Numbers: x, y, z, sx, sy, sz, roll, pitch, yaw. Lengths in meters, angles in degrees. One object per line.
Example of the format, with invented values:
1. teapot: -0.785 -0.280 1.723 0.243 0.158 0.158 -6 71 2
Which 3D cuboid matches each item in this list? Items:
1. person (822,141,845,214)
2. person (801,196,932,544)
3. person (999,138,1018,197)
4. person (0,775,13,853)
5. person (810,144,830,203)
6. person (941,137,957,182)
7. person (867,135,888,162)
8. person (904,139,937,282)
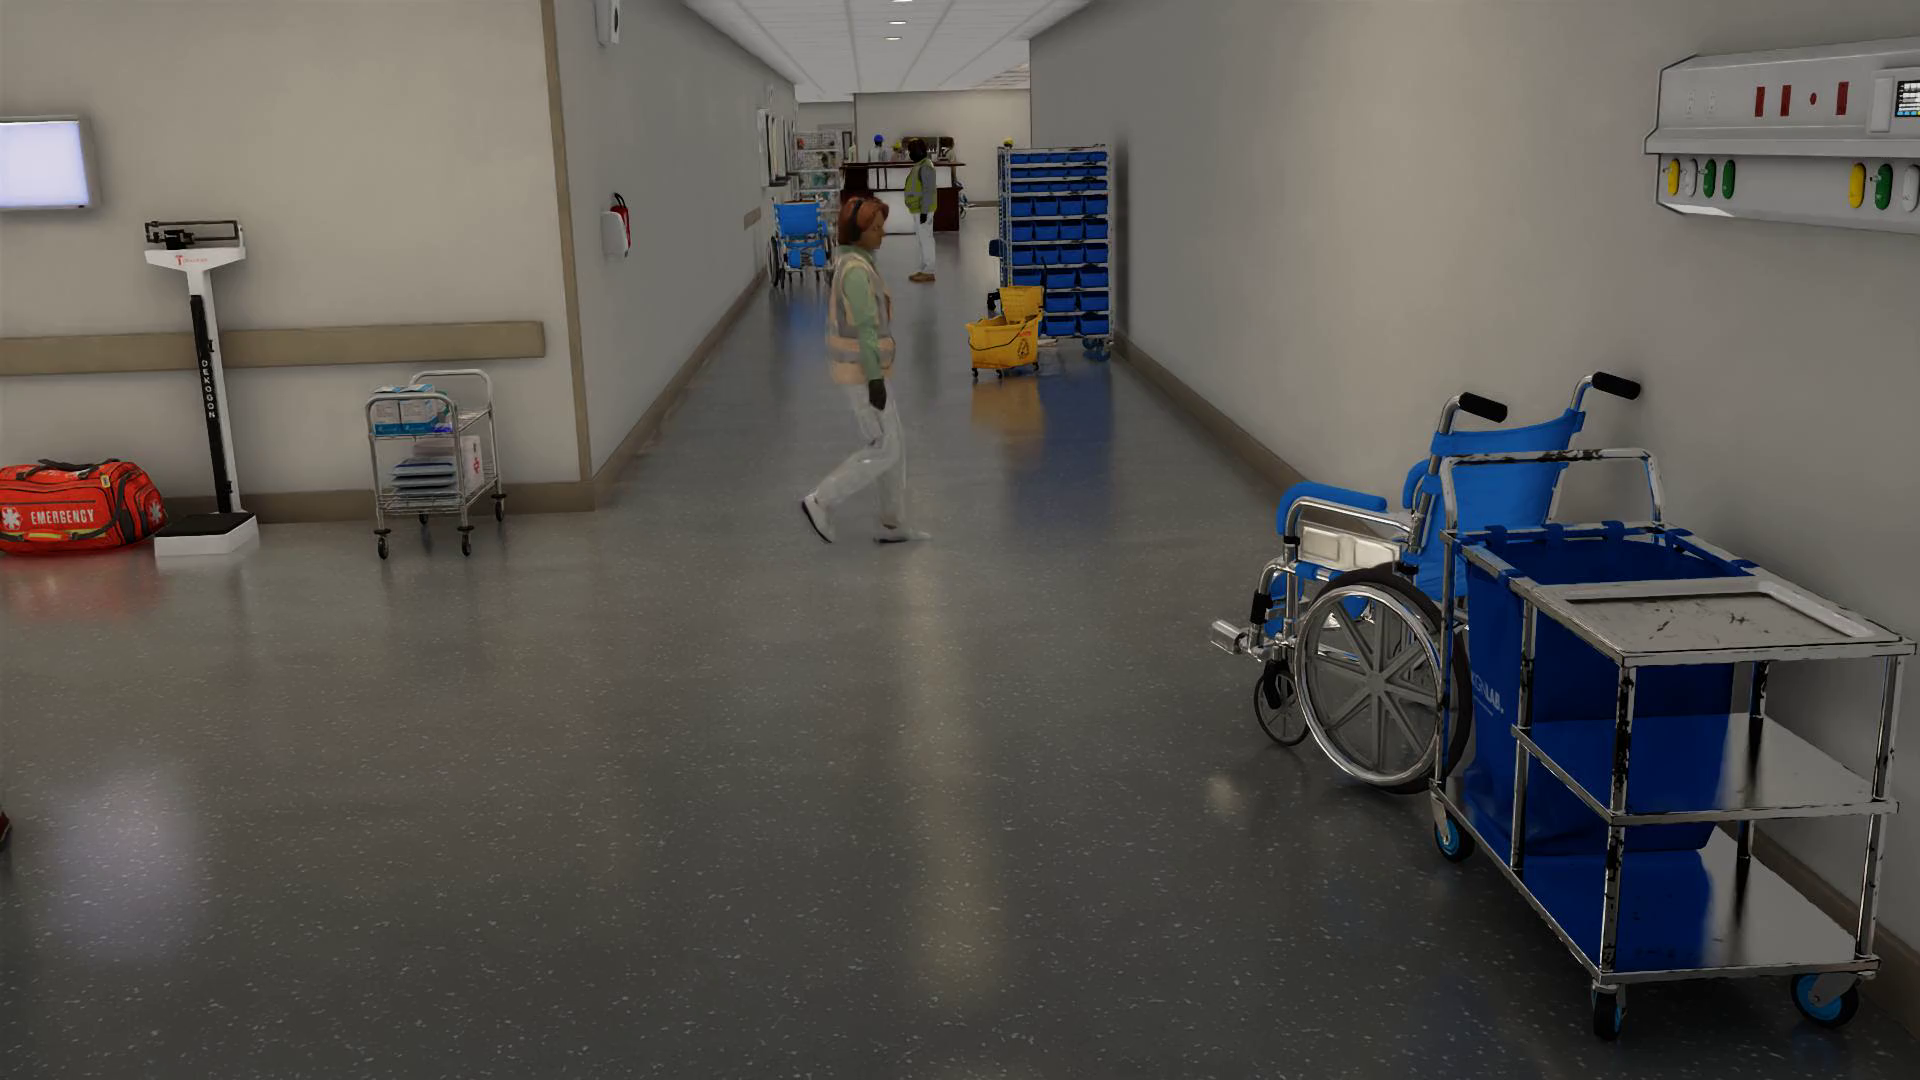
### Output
1. person: -3.184 -9.227 42.329 0.638 1.830 0.438 -10 16 -30
2. person: -0.443 -0.740 7.549 0.490 1.629 0.521 -2 14 0
3. person: 1.220 -9.115 41.495 0.523 1.760 0.325 7 16 30
4. person: -2.868 -0.051 4.343 0.635 1.939 0.361 -14 18 -40
5. person: -4.146 -10.760 48.949 0.531 1.731 0.870 11 18 41
6. person: -0.239 -8.494 38.928 0.331 1.843 0.511 -11 16 -34
7. person: -2.070 -9.372 42.538 0.615 1.945 0.399 8 17 35
8. person: -0.511 -4.312 21.801 0.429 1.837 0.621 -4 14 -9
